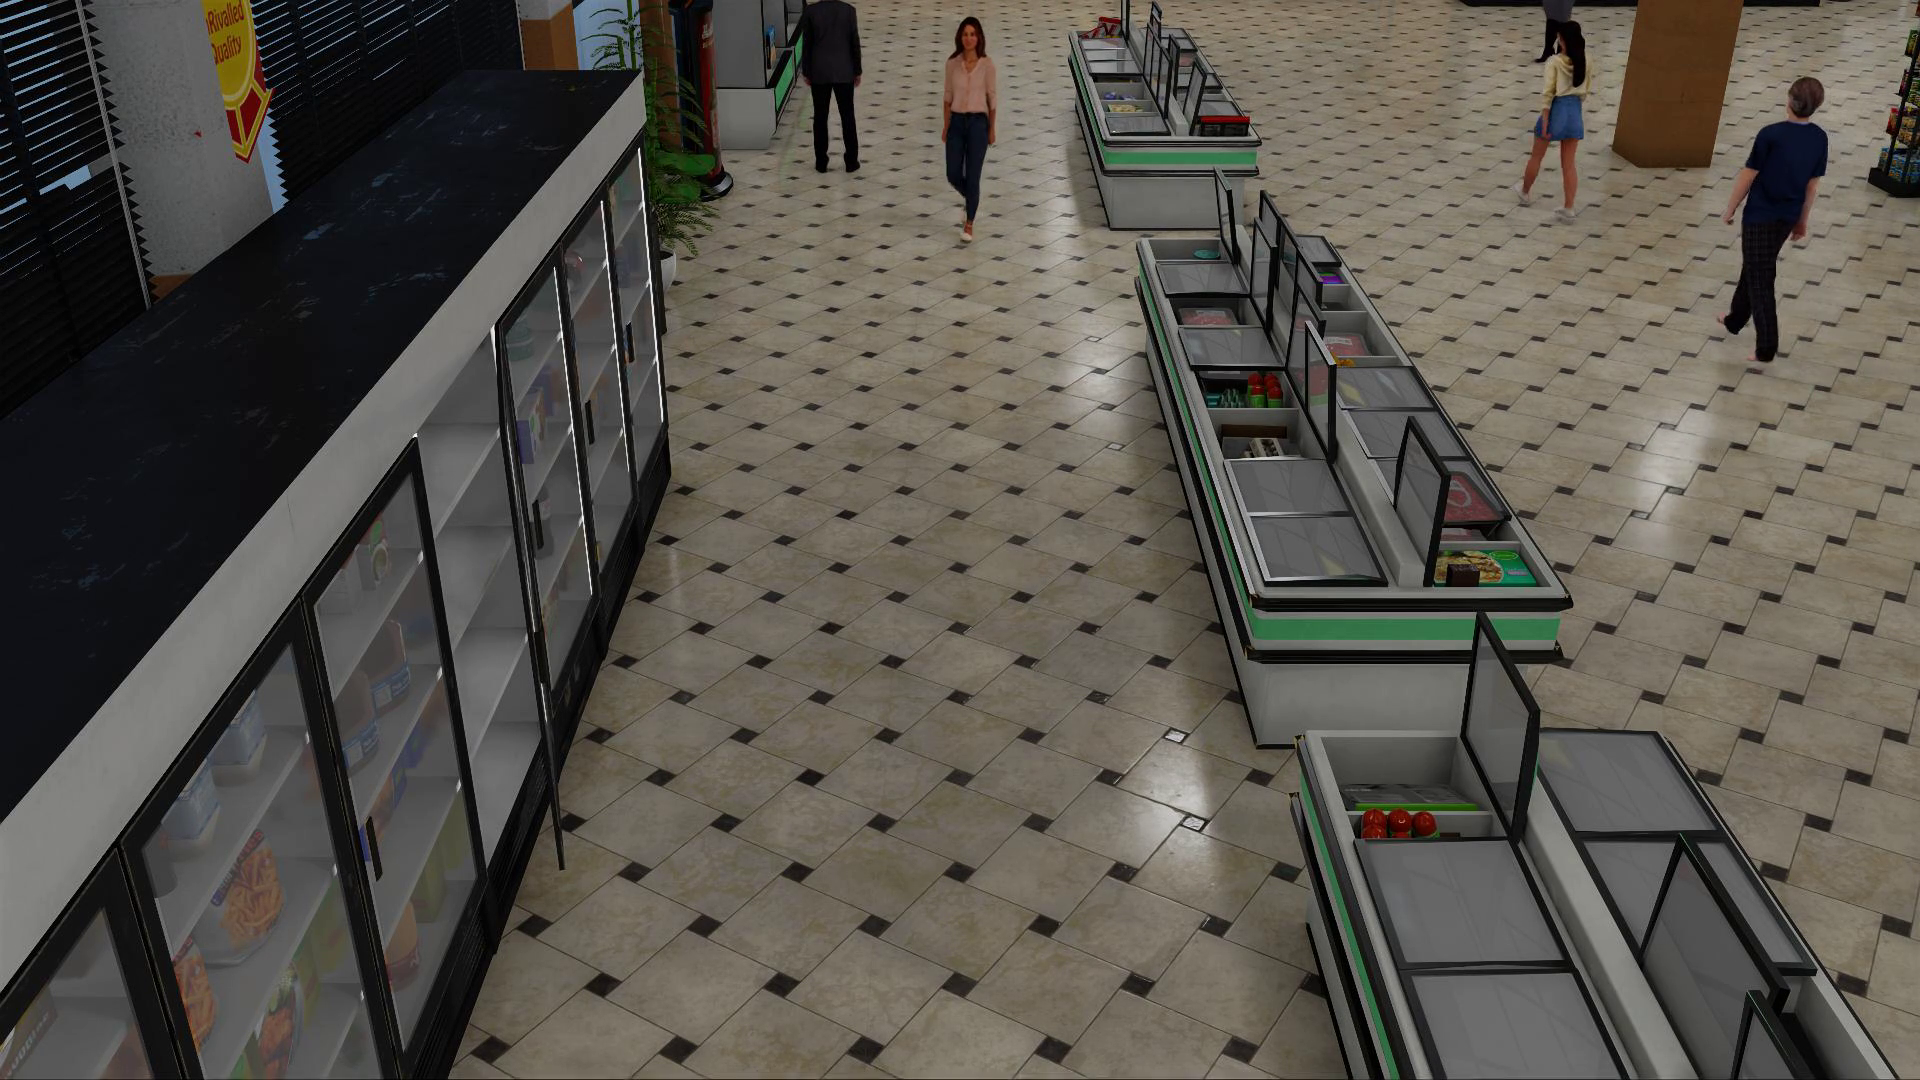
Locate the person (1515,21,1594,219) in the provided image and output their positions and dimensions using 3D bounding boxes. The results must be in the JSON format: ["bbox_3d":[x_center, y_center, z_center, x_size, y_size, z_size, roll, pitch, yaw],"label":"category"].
[{"bbox_3d":[5.130,-3.520,14.082,0.759,1.587,1.140,-4,27,-8],"label":"person"}]

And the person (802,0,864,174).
[{"bbox_3d":[-1.192,-4.351,15.446,0.736,1.836,0.588,-2,27,-4],"label":"person"}]

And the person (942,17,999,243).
[{"bbox_3d":[0.083,-3.354,13.539,0.691,1.782,0.816,5,27,10],"label":"person"}]

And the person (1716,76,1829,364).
[{"bbox_3d":[5.355,-2.047,10.920,0.761,1.820,1.234,-3,27,-6],"label":"person"}]

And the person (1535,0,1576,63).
[{"bbox_3d":[7.236,-6.620,20.007,0.782,1.757,0.628,-6,27,-11],"label":"person"}]
